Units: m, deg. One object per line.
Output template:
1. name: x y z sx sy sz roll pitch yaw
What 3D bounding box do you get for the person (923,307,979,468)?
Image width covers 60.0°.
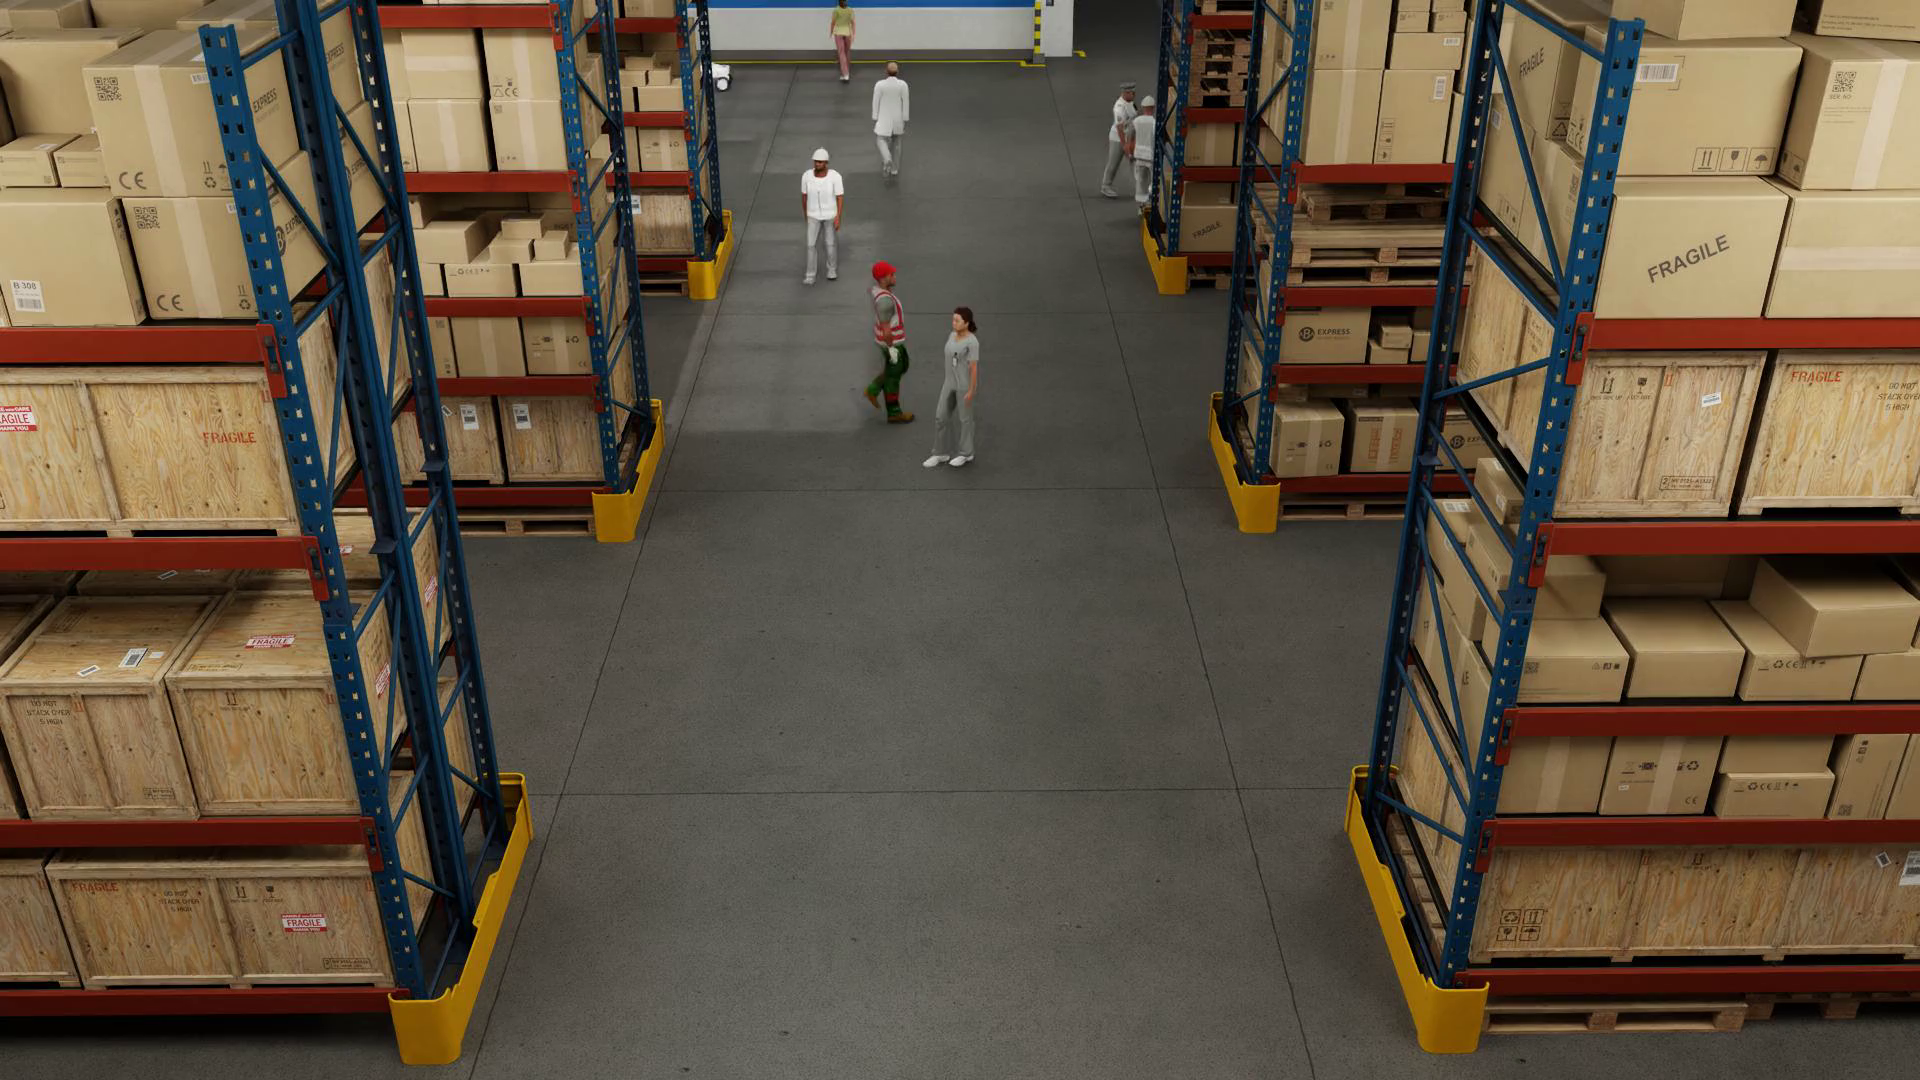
1. person: -0.051 -1.519 16.816 0.572 1.678 0.451 -24 37 -37

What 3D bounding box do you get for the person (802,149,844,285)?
1. person: -1.804 -4.190 21.662 0.575 1.745 0.824 2 28 4

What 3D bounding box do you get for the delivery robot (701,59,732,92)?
1. delivery robot: -4.695 -8.857 31.799 0.750 0.535 0.667 0 28 -1

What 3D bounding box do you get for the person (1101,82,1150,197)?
1. person: 2.573 -6.024 25.102 0.892 1.723 0.532 18 33 30

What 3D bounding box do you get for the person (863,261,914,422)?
1. person: -0.775 -2.124 17.797 0.540 1.787 0.560 -6 29 -10

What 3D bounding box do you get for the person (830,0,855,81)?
1. person: -2.293 -9.785 32.209 0.452 1.637 0.908 -11 30 -19

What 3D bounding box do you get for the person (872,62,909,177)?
1. person: -1.090 -6.617 26.183 0.574 1.777 0.752 -5 29 -10

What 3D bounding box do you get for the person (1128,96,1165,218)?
1. person: 2.731 -5.543 24.164 0.575 1.784 0.549 13 31 22
